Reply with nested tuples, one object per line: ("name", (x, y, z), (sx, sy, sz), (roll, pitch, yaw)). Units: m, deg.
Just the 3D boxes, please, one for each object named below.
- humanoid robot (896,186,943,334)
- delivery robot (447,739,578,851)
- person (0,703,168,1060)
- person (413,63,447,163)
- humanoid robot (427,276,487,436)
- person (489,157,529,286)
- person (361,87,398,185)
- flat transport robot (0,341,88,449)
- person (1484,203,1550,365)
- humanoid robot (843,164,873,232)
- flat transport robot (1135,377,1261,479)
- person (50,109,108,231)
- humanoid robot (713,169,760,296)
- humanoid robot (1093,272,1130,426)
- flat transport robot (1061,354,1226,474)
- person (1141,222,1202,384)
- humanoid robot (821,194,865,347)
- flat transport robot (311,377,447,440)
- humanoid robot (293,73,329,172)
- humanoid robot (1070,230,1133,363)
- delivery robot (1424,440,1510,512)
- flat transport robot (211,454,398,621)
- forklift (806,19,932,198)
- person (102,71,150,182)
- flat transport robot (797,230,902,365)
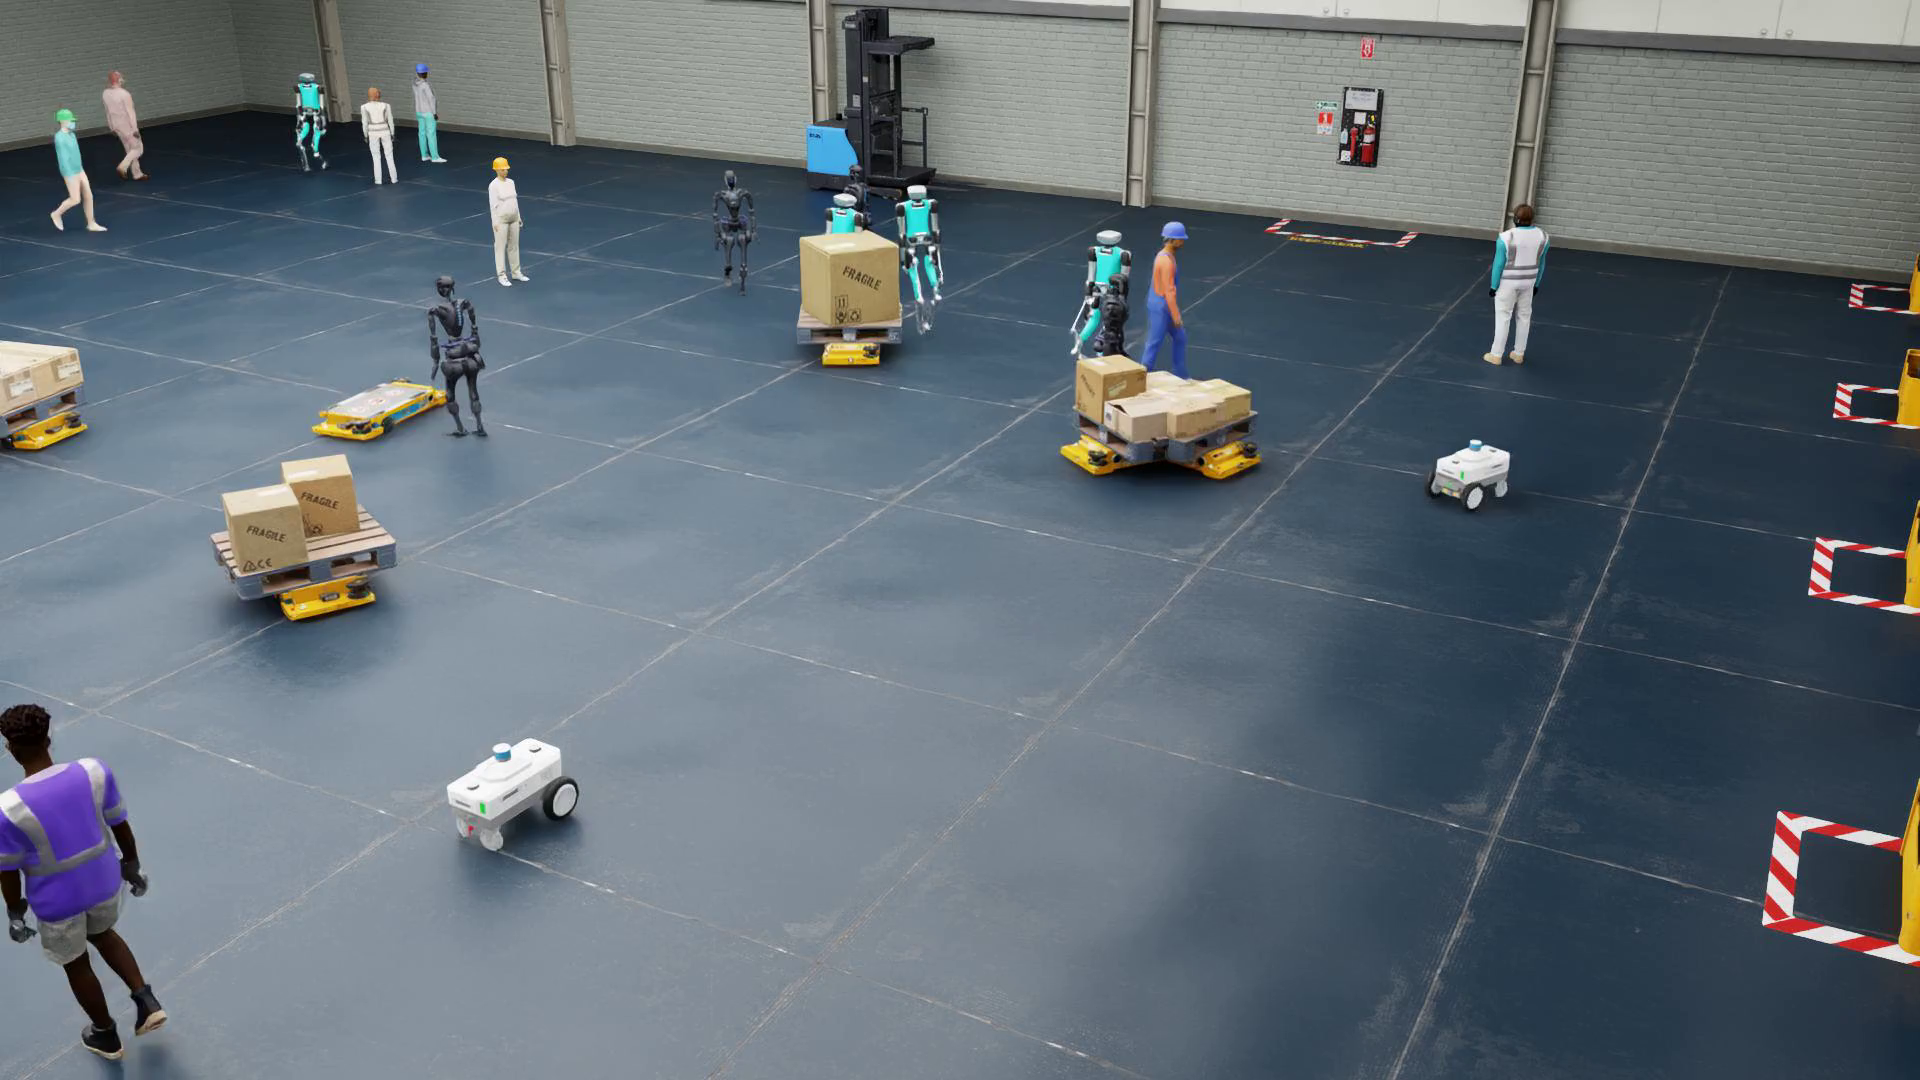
("humanoid robot", (-0.452, -3.296, 20.127), (0.560, 1.906, 0.685), (-5, 24, -12))
("delivery robot", (-2.778, 1.527, 10.252), (0.519, 0.599, 0.771), (13, 27, 28))
("person", (-4.317, 1.691, 8.107), (0.502, 1.938, 0.614), (13, 26, 28))
("person", (-9.762, -7.800, 30.415), (0.526, 1.777, 0.358), (17, 29, 34))
("humanoid robot", (-5.014, -1.837, 16.671), (0.366, 1.640, 0.585), (17, 29, 35))
("person", (-6.093, -4.279, 22.315), (0.314, 1.697, 0.469), (13, 27, 29))
("person", (-9.977, -6.940, 28.581), (0.524, 1.638, 0.305), (-10, 25, -22))
("flat transport robot", (-9.684, -1.166, 16.877), (1.431, 0.231, 0.659), (7, 24, 15))
("person", (6.321, -2.912, 18.951), (0.626, 1.845, 0.429), (-4, 24, -10))
("humanoid robot", (-1.328, -4.136, 22.016), (0.422, 1.647, 0.589), (14, 27, 29))
("flat transport robot", (2.168, -0.926, 16.318), (1.431, 0.231, 0.659), (21, 31, 40))
("person", (-13.448, -5.556, 25.094), (0.691, 1.849, 0.535), (2, 23, 4))
("humanoid robot", (-2.945, -4.055, 21.822), (0.595, 1.647, 0.435), (-7, 24, -16))
("humanoid robot", (1.524, -1.898, 16.802), (0.319, 1.651, 0.607), (8, 25, 19))
("flat transport robot", (1.794, -0.911, 16.284), (1.431, 0.231, 0.659), (-11, 26, -24))
("person", (2.318, -2.469, 17.864), (0.818, 1.882, 0.543), (5, 24, 11))
("humanoid robot", (-1.528, -3.118, 19.650), (0.559, 1.833, 0.839), (14, 27, 30))
("flat transport robot", (-6.023, -1.369, 17.349), (0.659, 0.231, 1.431), (8, 25, 19))
("humanoid robot", (-11.492, -7.287, 29.331), (0.550, 1.771, 1.049), (0, 23, 1))
("humanoid robot", (1.448, -2.356, 17.867), (0.542, 1.823, 0.835), (16, 28, 33))
("delivery robot", (4.691, -0.621, 15.236), (0.777, 0.587, 0.499), (-16, 28, -32))
("flat transport robot", (-5.316, 0.263, 13.550), (0.659, 0.231, 1.431), (-15, 27, -31))
("forklift", (-1.573, -7.292, 27.850), (1.873, 2.768, 1.129), (12, 26, 25))
("person", (-14.417, -7.109, 28.659), (0.658, 1.884, 0.617), (13, 26, 27))
("flat transport robot", (-1.286, -2.362, 19.661), (0.659, 0.231, 1.431), (-1, 23, -2))
